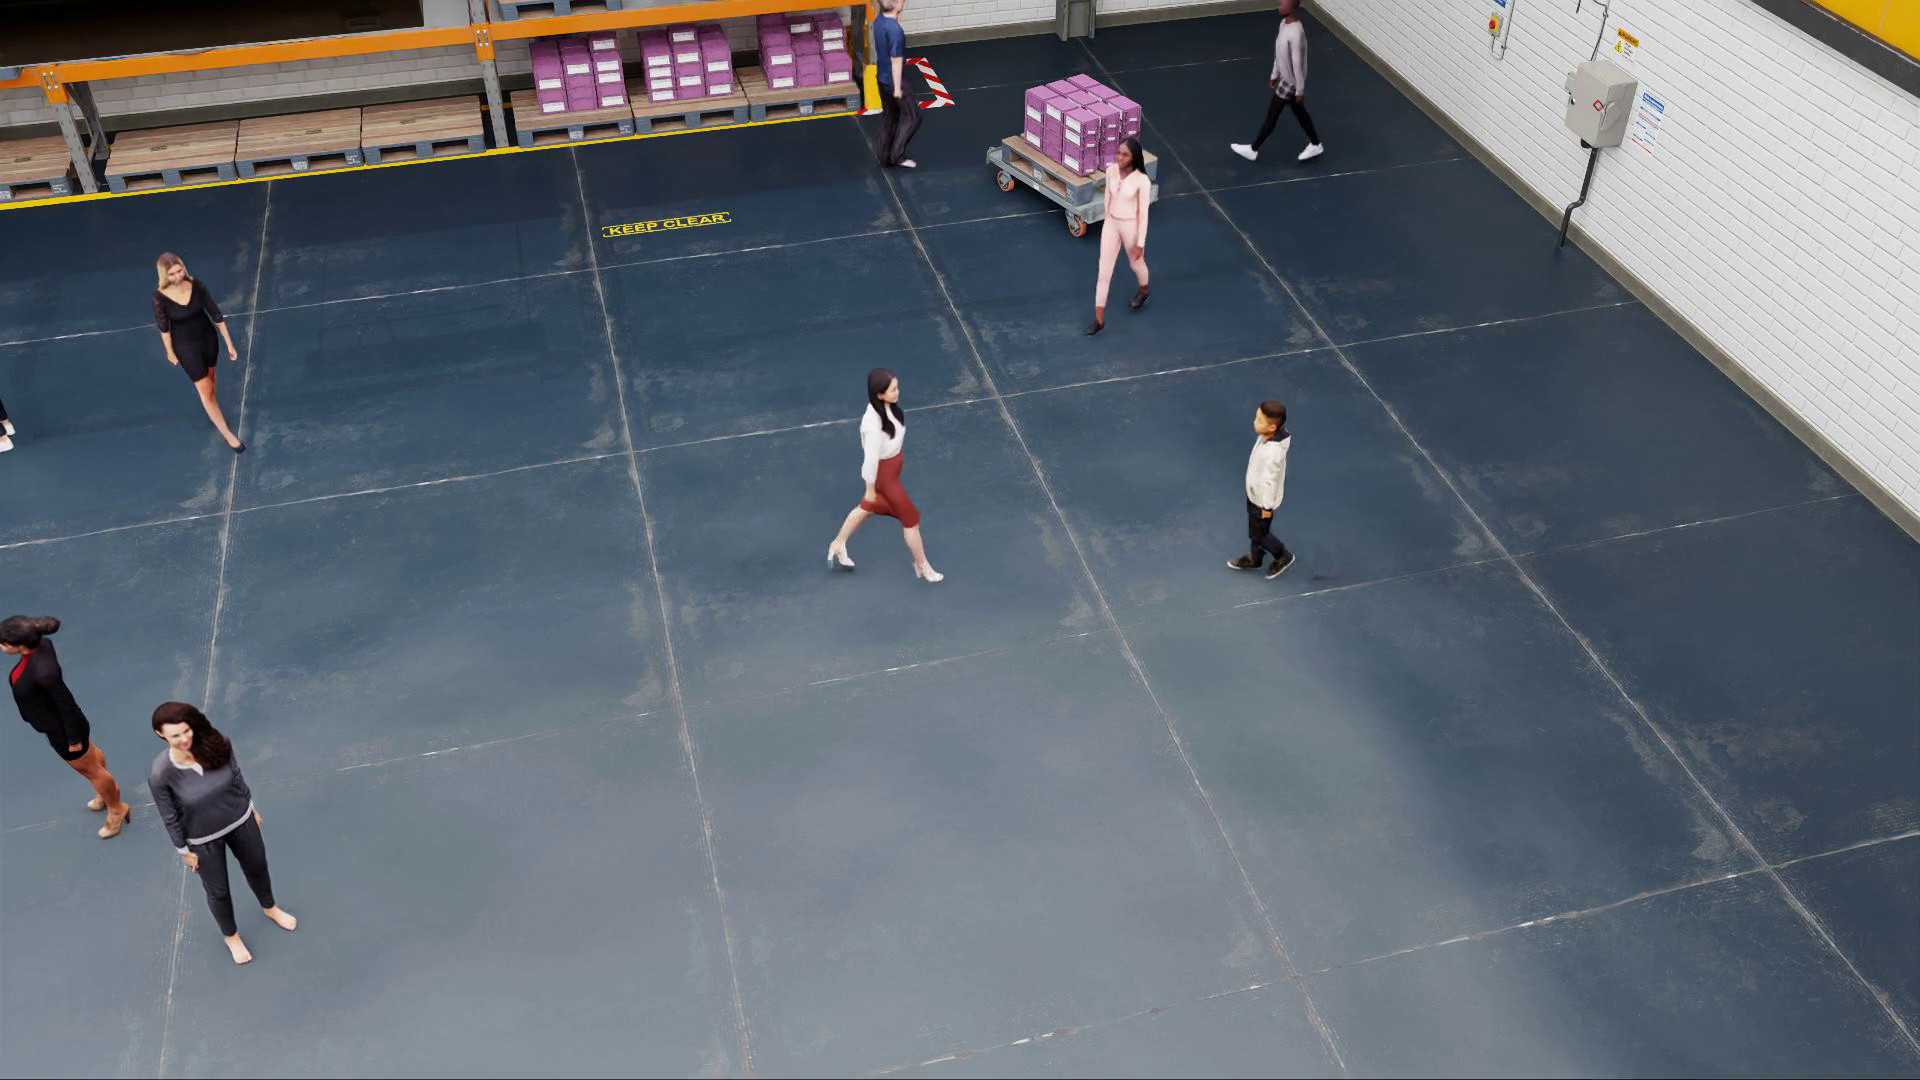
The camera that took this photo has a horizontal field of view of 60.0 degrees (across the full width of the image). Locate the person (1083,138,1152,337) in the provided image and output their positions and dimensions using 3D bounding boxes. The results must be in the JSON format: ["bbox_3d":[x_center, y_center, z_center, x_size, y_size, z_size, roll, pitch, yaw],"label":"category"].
[{"bbox_3d":[1.455,-2.609,14.120,1.083,1.673,1.230,27,46,29],"label":"person"}]

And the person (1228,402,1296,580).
[{"bbox_3d":[2.167,-0.339,11.462,0.749,1.441,0.683,0,39,0],"label":"person"}]

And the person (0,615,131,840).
[{"bbox_3d":[-5.141,1.059,9.553,0.686,1.640,0.655,-22,44,-25],"label":"person"}]

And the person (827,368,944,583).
[{"bbox_3d":[-0.591,-0.421,11.351,1.149,1.710,0.900,6,39,8],"label":"person"}]

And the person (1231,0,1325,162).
[{"bbox_3d":[3.387,-4.551,16.508,1.260,1.728,0.847,-4,39,-6],"label":"person"}]

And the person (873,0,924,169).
[{"bbox_3d":[-0.734,-4.489,16.326,0.696,1.857,0.714,-15,41,-18],"label":"person"}]

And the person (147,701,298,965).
[{"bbox_3d":[-3.964,1.526,8.865,0.747,1.768,0.654,26,45,28],"label":"person"}]

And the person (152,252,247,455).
[{"bbox_3d":[-5.893,-1.509,12.775,0.969,1.633,1.016,29,47,31],"label":"person"}]
